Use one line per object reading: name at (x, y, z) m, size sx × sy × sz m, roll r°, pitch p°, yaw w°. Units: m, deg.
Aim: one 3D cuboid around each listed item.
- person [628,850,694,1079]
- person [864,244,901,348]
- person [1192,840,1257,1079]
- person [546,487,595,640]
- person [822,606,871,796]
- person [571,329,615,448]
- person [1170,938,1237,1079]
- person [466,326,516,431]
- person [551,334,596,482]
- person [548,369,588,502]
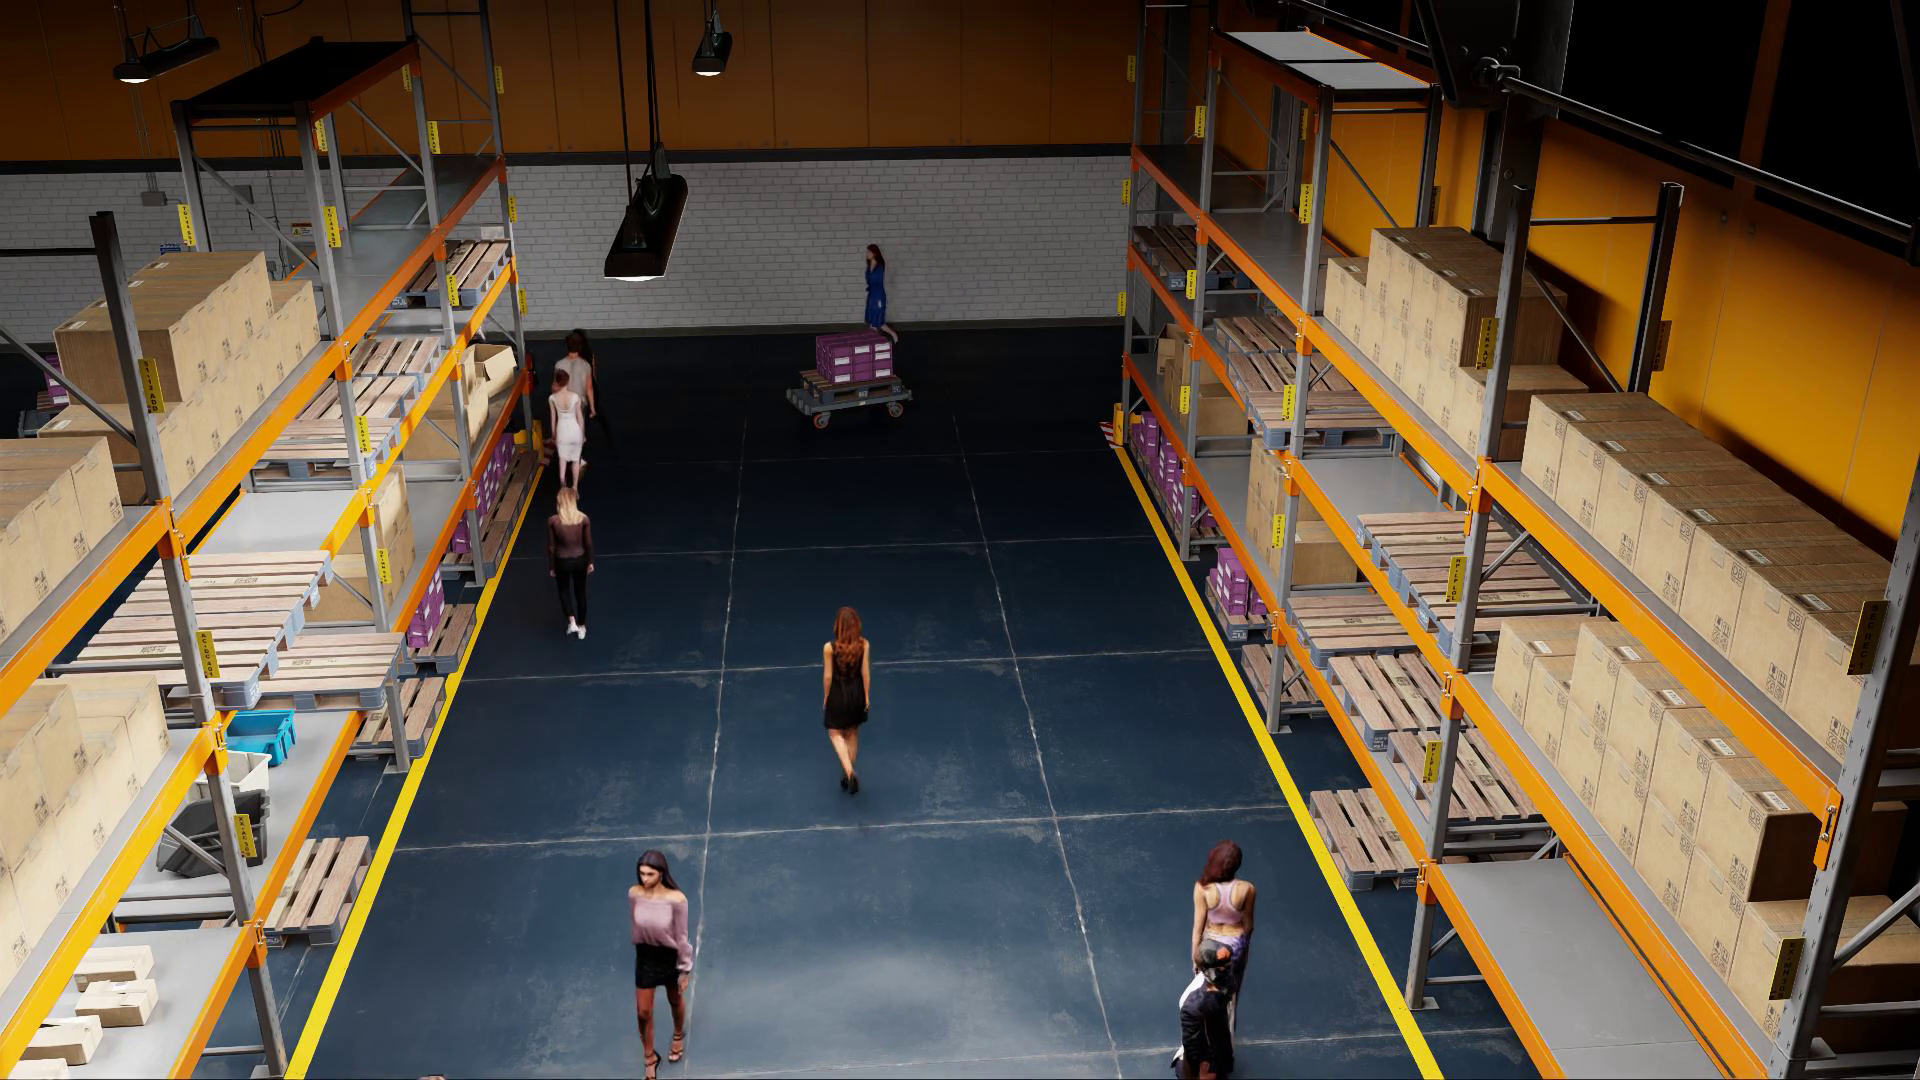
person at (-1.990, 2.825, 11.313) m, size 0.735 × 1.791 × 0.827 m, roll 5°, pitch 24°, yaw 10°
person at (-1.249, -3.791, 26.420) m, size 0.894 × 1.812 × 0.899 m, roll -14°, pitch 27°, yaw -29°
person at (1.774, 2.871, 11.261) m, size 0.657 × 1.748 × 0.762 m, roll 4°, pitch 24°, yaw 10°
person at (-4.028, 0.284, 17.249) m, size 0.689 × 1.691 × 0.701 m, roll -8°, pitch 25°, yaw -17°
person at (-0.965, 1.457, 14.399) m, size 0.683 × 1.825 × 0.863 m, roll -8°, pitch 25°, yaw -18°
person at (-5.034, -2.013, 22.527) m, size 1.022 × 1.673 × 0.994 m, roll 16°, pitch 28°, yaw 32°
person at (1.502, 3.240, 10.240) m, size 0.841 × 1.890 × 0.746 m, roll 14°, pitch 27°, yaw 29°
person at (-6.561, -2.243, 23.030) m, size 1.038 × 1.692 × 1.201 m, roll -14°, pitch 27°, yaw -29°
person at (-5.000, -1.688, 21.568) m, size 0.958 × 1.846 × 1.205 m, roll -11°, pitch 26°, yaw -24°
person at (-4.875, -1.242, 20.629) m, size 0.600 × 1.780 × 0.799 m, roll 0°, pitch 24°, yaw 0°
